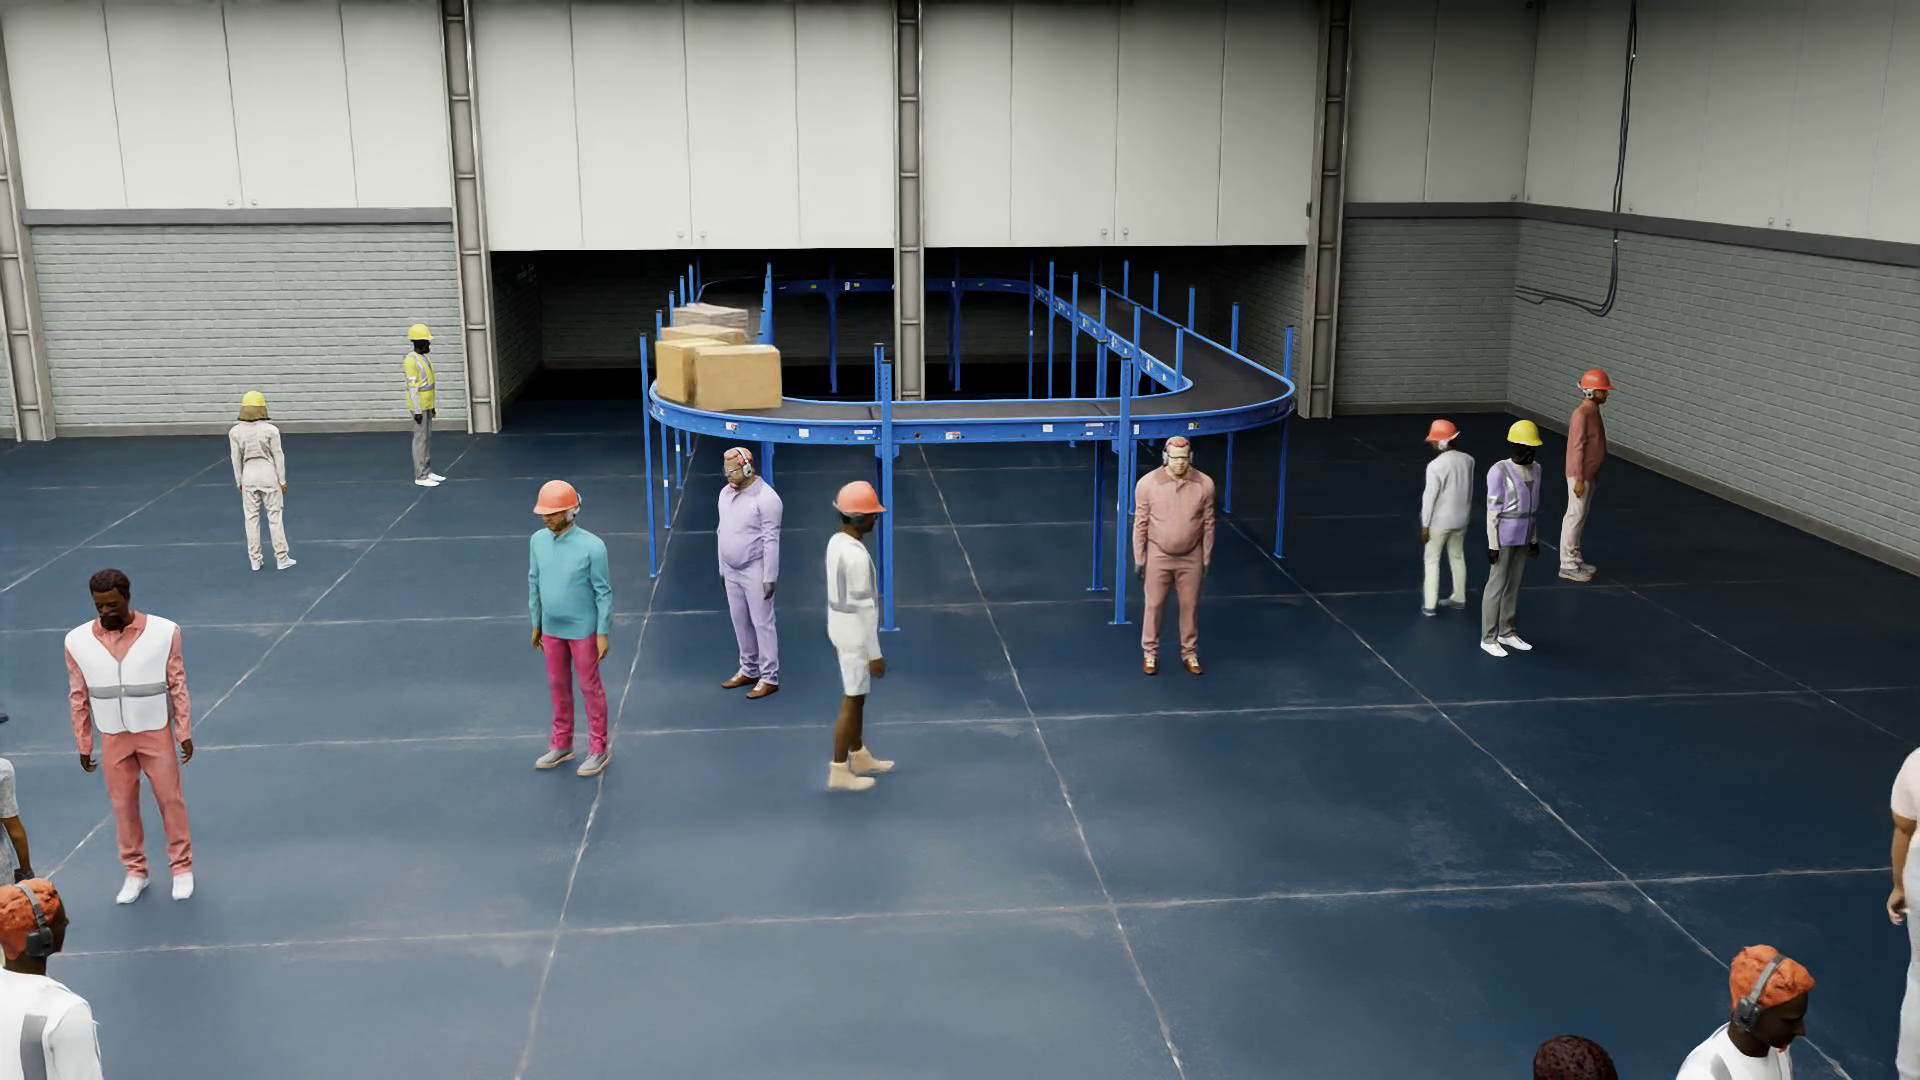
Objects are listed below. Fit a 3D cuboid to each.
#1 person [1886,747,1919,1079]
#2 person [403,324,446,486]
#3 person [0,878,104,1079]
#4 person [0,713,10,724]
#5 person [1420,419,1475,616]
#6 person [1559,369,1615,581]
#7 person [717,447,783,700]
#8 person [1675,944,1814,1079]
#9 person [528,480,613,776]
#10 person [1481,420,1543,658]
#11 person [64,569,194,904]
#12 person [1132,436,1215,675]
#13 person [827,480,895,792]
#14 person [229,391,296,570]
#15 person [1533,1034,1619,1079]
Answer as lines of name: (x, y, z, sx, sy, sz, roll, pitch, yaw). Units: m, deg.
person: (4.318, 1.521, 7.069, 0.576, 2.000, 0.719, -8, 16, -31)
person: (-6.398, -1.611, 19.829, 0.367, 1.927, 0.584, -1, 14, -3)
person: (-2.980, 2.002, 5.468, 0.586, 1.879, 0.340, 6, 15, 23)
person: (-7.273, 0.429, 11.707, 0.759, 1.912, 0.554, -2, 14, -9)
person: (4.260, -0.208, 14.626, 0.620, 1.733, 0.389, -8, 16, -30)
person: (5.918, -0.623, 15.739, 0.379, 1.996, 0.609, 8, 16, 30)
person: (-1.611, 0.235, 12.527, 0.651, 1.894, 0.401, 13, 19, 41)
person: (2.330, 2.104, 5.052, 0.356, 1.887, 0.573, 13, 19, 43)
person: (-2.581, 0.575, 10.951, 0.623, 1.989, 0.399, 6, 15, 24)
person: (4.487, -0.022, 13.473, 0.585, 1.927, 0.366, -10, 17, -34)
person: (-4.556, 1.065, 9.174, 0.599, 1.908, 0.402, -4, 15, -15)
person: (1.659, 0.130, 12.926, 0.639, 1.900, 0.401, 0, 14, -1)
person: (-0.659, 0.613, 10.725, 0.410, 2.042, 0.619, -4, 15, -16)
person: (-6.742, -0.570, 16.056, 0.484, 1.737, 0.305, -1, 14, -4)
person: (1.565, 2.211, 4.582, 0.587, 1.911, 0.397, -7, 16, -27)
